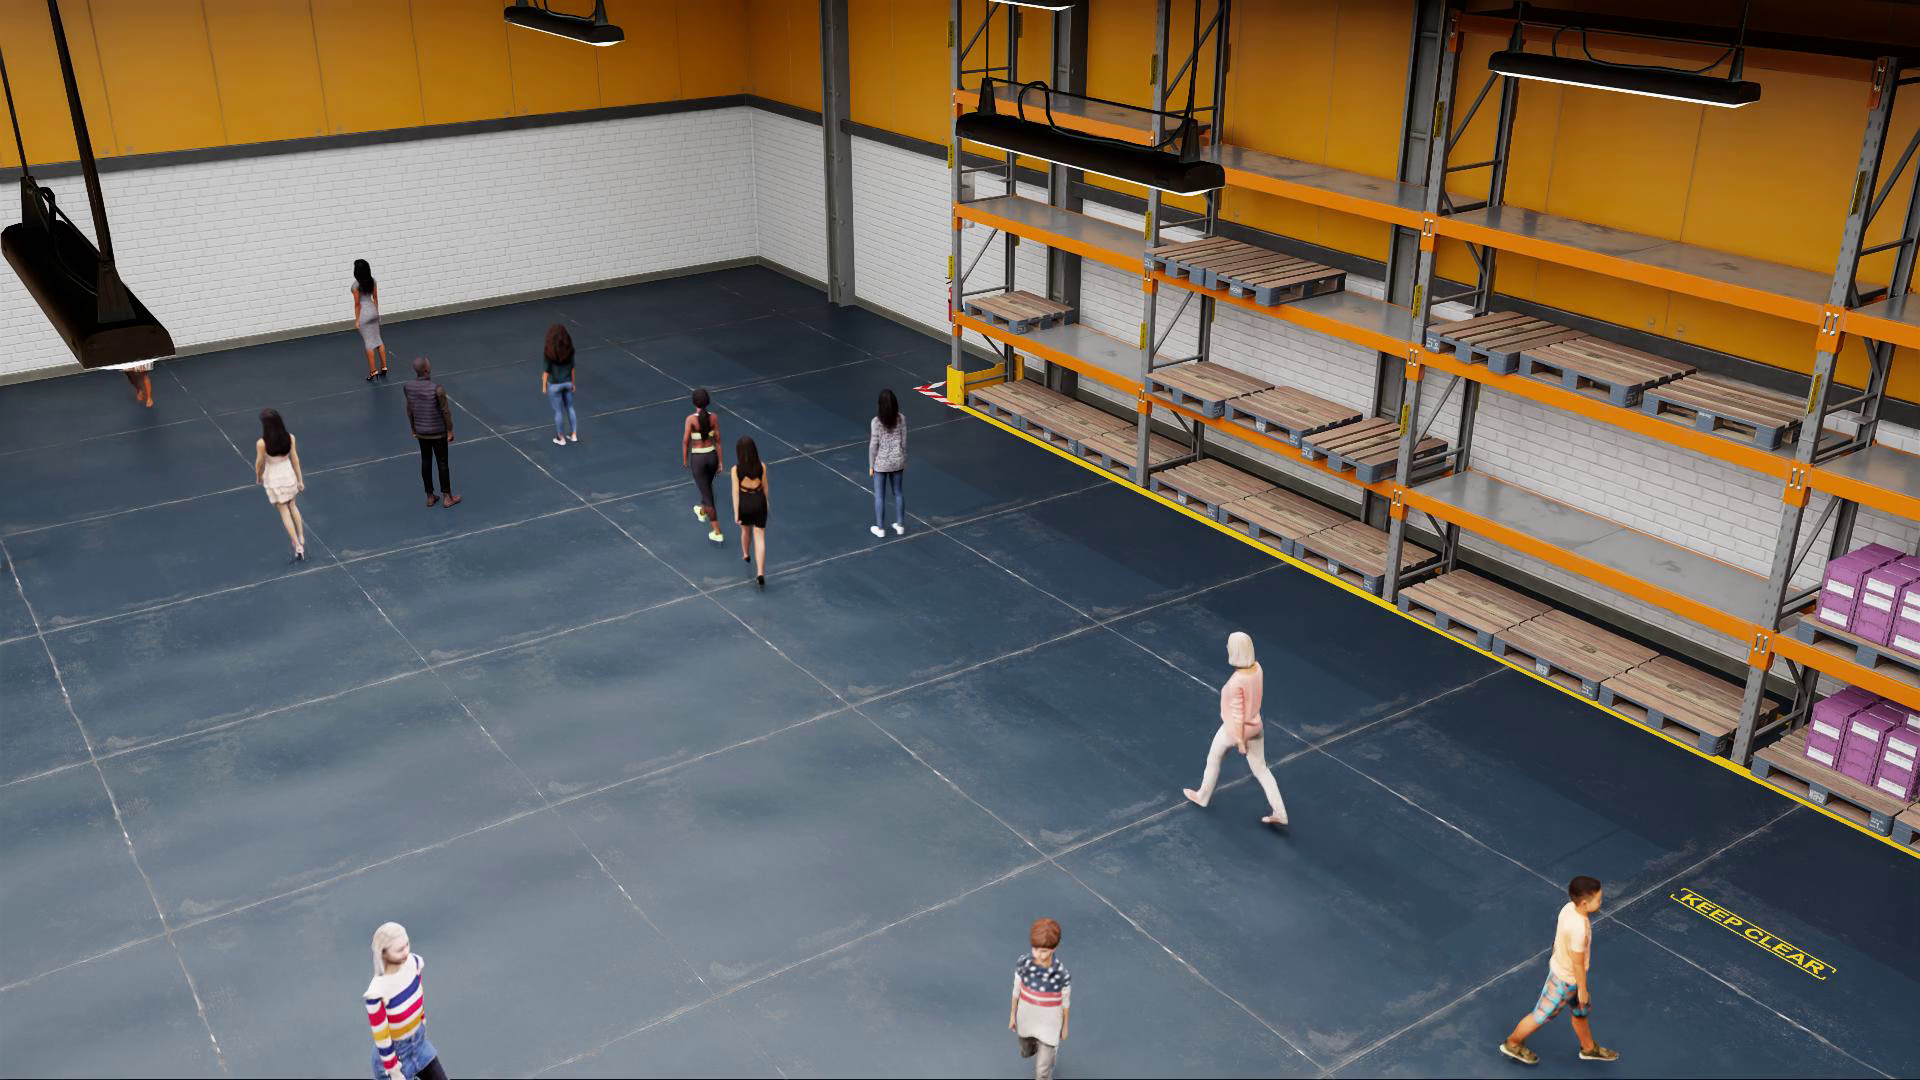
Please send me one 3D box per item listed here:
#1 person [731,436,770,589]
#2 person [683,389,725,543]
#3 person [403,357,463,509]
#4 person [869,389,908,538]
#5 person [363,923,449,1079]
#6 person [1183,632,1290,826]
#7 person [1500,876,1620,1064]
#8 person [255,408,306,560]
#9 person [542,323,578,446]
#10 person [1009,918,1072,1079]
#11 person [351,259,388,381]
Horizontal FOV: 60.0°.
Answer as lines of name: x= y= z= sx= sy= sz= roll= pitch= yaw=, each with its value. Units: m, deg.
person: x=-2.180 y=-0.264 z=17.636 sx=0.831 sy=1.599 sz=1.124 roll=-5 pitch=24 yaw=-11
person: x=-2.850 y=-0.795 z=18.735 sx=0.606 sy=1.693 sz=1.180 roll=-13 pitch=27 yaw=-28
person: x=-6.259 y=-1.283 z=19.674 sx=0.756 sy=1.836 sz=0.829 roll=5 pitch=24 yaw=12
person: x=-0.810 y=-0.878 z=18.876 sx=0.644 sy=1.731 sz=0.574 roll=-11 pitch=26 yaw=-24
person: x=-3.390 y=3.026 z=9.875 sx=0.952 sy=1.788 sz=0.878 roll=10 pitch=25 yaw=21
person: x=2.352 y=1.557 z=13.375 sx=1.219 sy=1.677 sz=0.787 roll=19 pitch=30 yaw=37
person: x=3.869 y=2.818 z=10.804 sx=1.035 sy=1.425 sz=0.945 roll=6 pitch=24 yaw=13
person: x=-7.413 y=-0.581 z=18.221 sx=0.632 sy=1.712 sz=0.755 roll=-18 pitch=29 yaw=-35
person: x=-5.202 y=-2.021 z=21.638 sx=0.616 sy=1.614 sz=0.609 roll=-19 pitch=30 yaw=-36
person: x=0.515 y=2.969 z=10.460 sx=0.919 sy=1.423 sz=0.862 roll=10 pitch=26 yaw=22
person: x=-8.583 y=-3.203 z=24.133 sx=0.652 sy=1.781 sz=0.660 roll=13 pitch=27 yaw=27
